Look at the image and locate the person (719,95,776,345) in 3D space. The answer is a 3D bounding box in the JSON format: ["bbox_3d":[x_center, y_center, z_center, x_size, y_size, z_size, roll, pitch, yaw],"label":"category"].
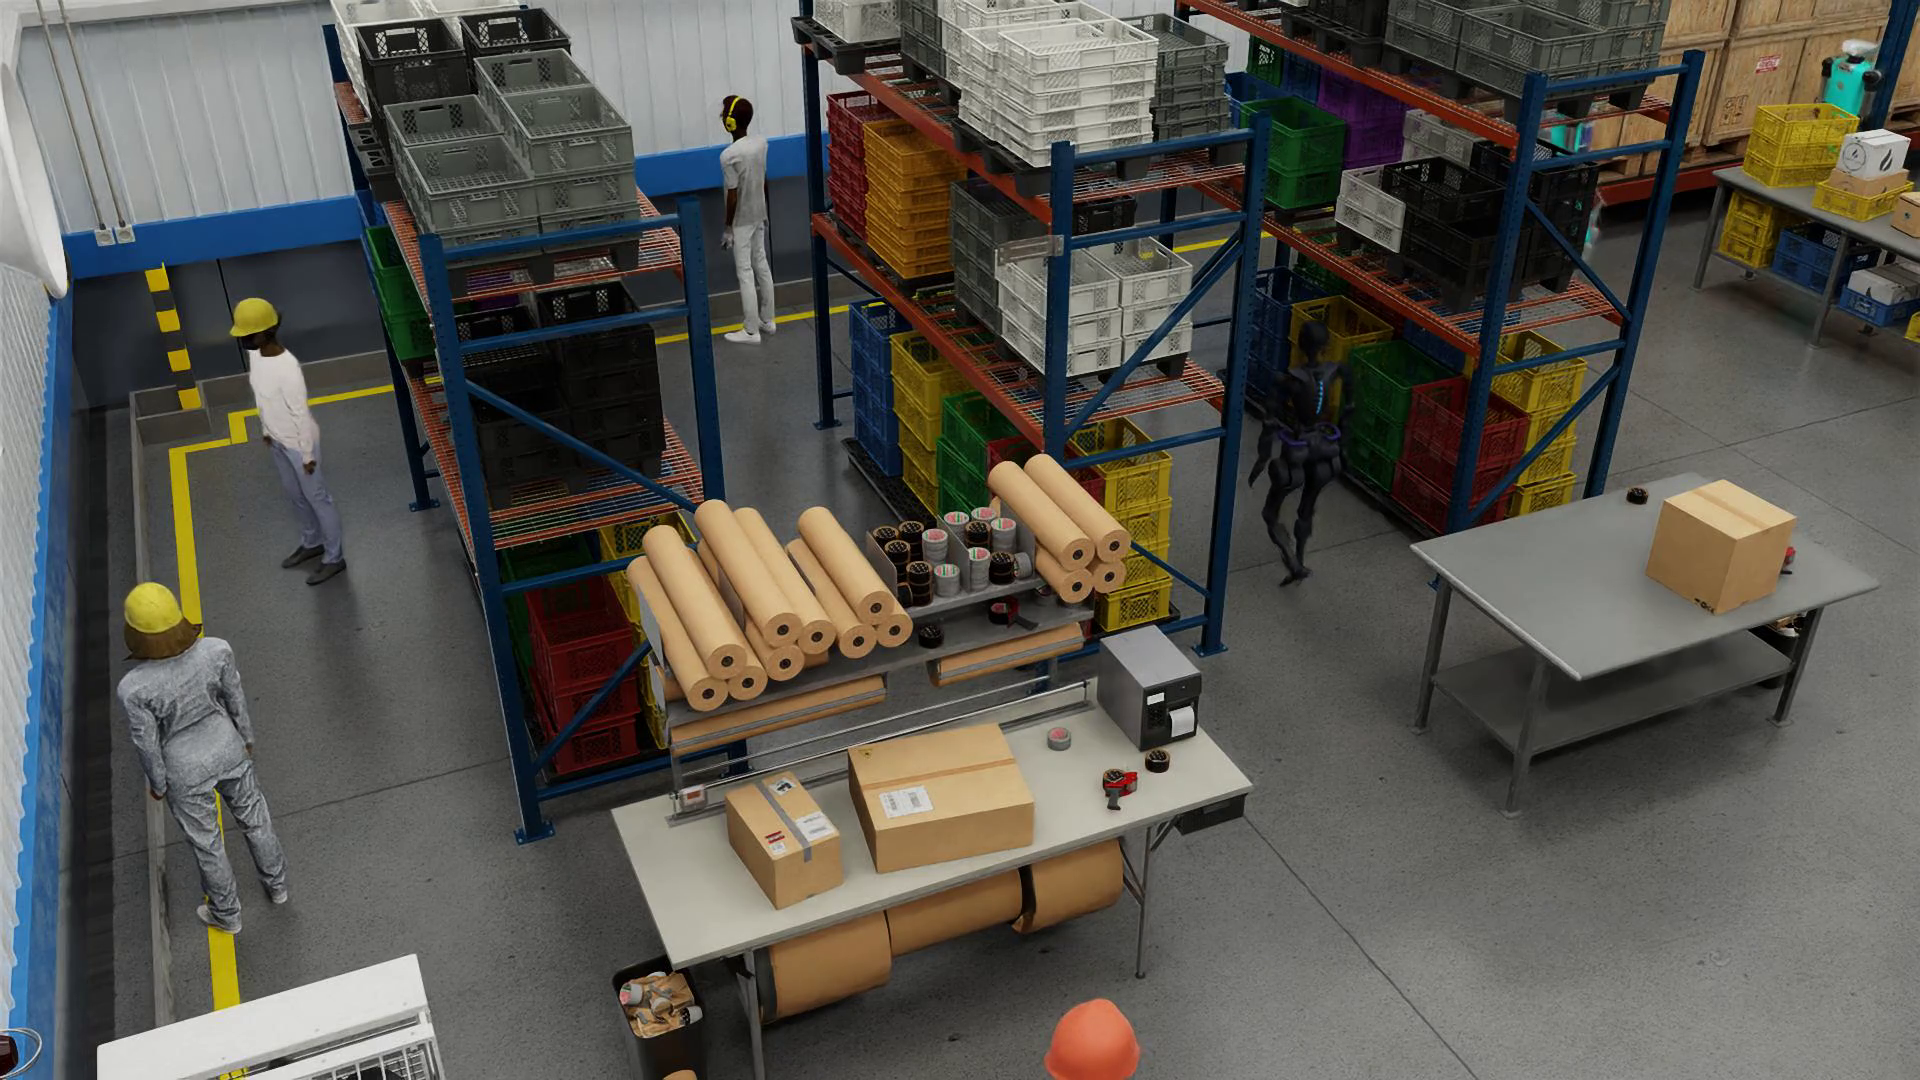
[{"bbox_3d":[-1.590,-2.354,12.262,0.329,1.876,0.509,16,35,25],"label":"person"}]

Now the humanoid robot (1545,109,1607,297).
[{"bbox_3d":[4.889,-2.763,13.075,0.672,1.816,0.539,4,32,6],"label":"humanoid robot"}]

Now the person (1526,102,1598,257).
[{"bbox_3d":[4.665,-3.035,13.212,0.613,2.038,0.393,0,32,0],"label":"person"}]

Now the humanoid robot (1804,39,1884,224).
[{"bbox_3d":[7.586,-3.388,14.120,1.031,1.762,0.537,-15,35,-22],"label":"humanoid robot"}]

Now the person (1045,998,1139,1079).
[{"bbox_3d":[0.360,2.117,4.950,0.542,1.929,0.370,8,33,13],"label":"person"}]

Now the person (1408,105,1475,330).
[{"bbox_3d":[3.536,-2.272,12.170,0.344,1.839,0.499,-26,40,-36],"label":"person"}]

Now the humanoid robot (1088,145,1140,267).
[{"bbox_3d":[1.112,-2.479,12.657,0.537,1.846,0.771,1,32,2],"label":"humanoid robot"}]

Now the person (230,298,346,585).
[{"bbox_3d":[-3.827,-0.570,9.476,0.337,1.760,0.531,-27,40,-36],"label":"person"}]

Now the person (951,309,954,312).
[{"bbox_3d":[0.105,-2.471,12.463,0.312,1.864,0.524,-5,32,-8],"label":"person"}]

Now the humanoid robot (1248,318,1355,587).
[{"bbox_3d":[1.967,-0.466,9.378,0.614,1.642,0.460,-9,33,-14],"label":"humanoid robot"}]

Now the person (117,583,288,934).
[{"bbox_3d":[-3.227,0.923,7.061,0.291,1.745,0.486,23,38,33],"label":"person"}]
